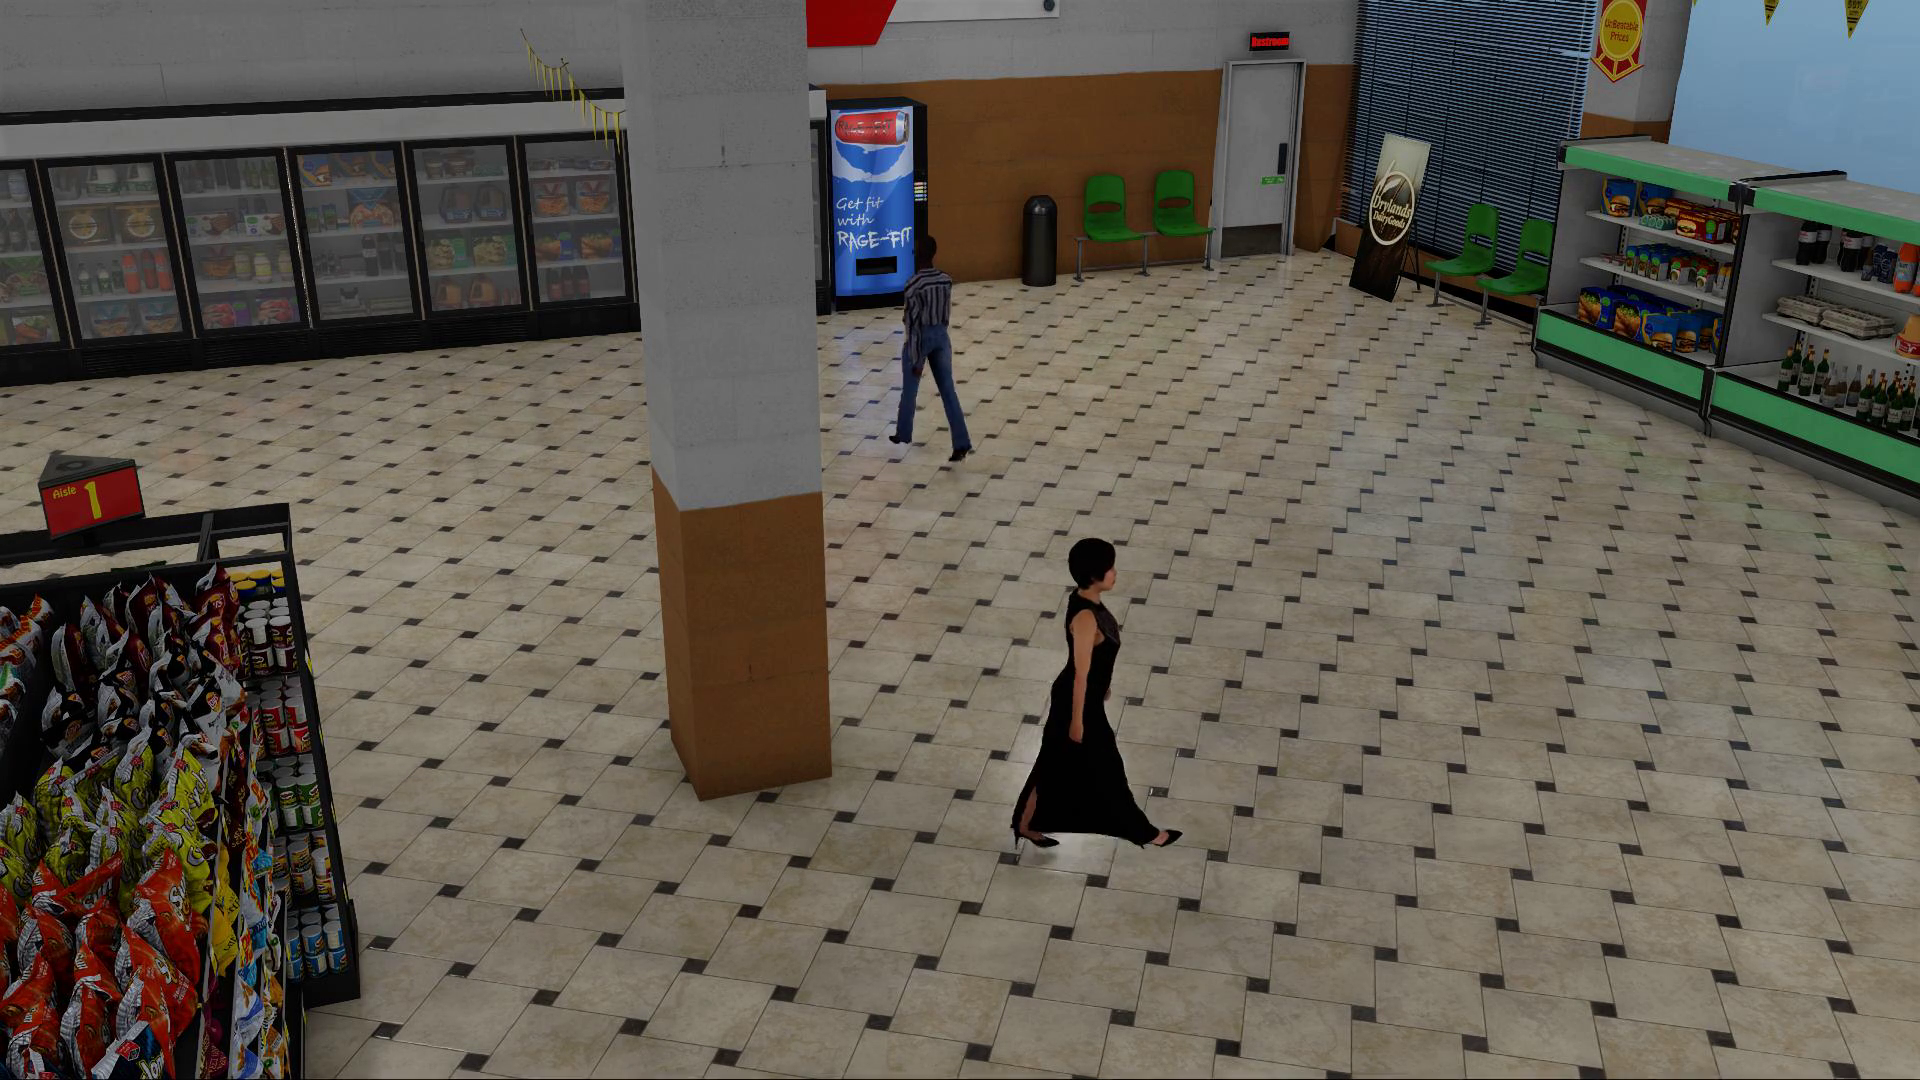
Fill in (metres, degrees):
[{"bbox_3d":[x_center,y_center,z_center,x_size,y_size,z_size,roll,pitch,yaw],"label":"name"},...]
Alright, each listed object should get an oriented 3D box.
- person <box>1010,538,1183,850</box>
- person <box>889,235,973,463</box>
[{"bbox_3d":[0.467,0.760,7.603,0.871,1.562,1.032,-1,22,-1],"label":"person"},{"bbox_3d":[-0.170,-1.409,12.761,0.904,1.743,1.253,-17,27,-36],"label":"person"}]
